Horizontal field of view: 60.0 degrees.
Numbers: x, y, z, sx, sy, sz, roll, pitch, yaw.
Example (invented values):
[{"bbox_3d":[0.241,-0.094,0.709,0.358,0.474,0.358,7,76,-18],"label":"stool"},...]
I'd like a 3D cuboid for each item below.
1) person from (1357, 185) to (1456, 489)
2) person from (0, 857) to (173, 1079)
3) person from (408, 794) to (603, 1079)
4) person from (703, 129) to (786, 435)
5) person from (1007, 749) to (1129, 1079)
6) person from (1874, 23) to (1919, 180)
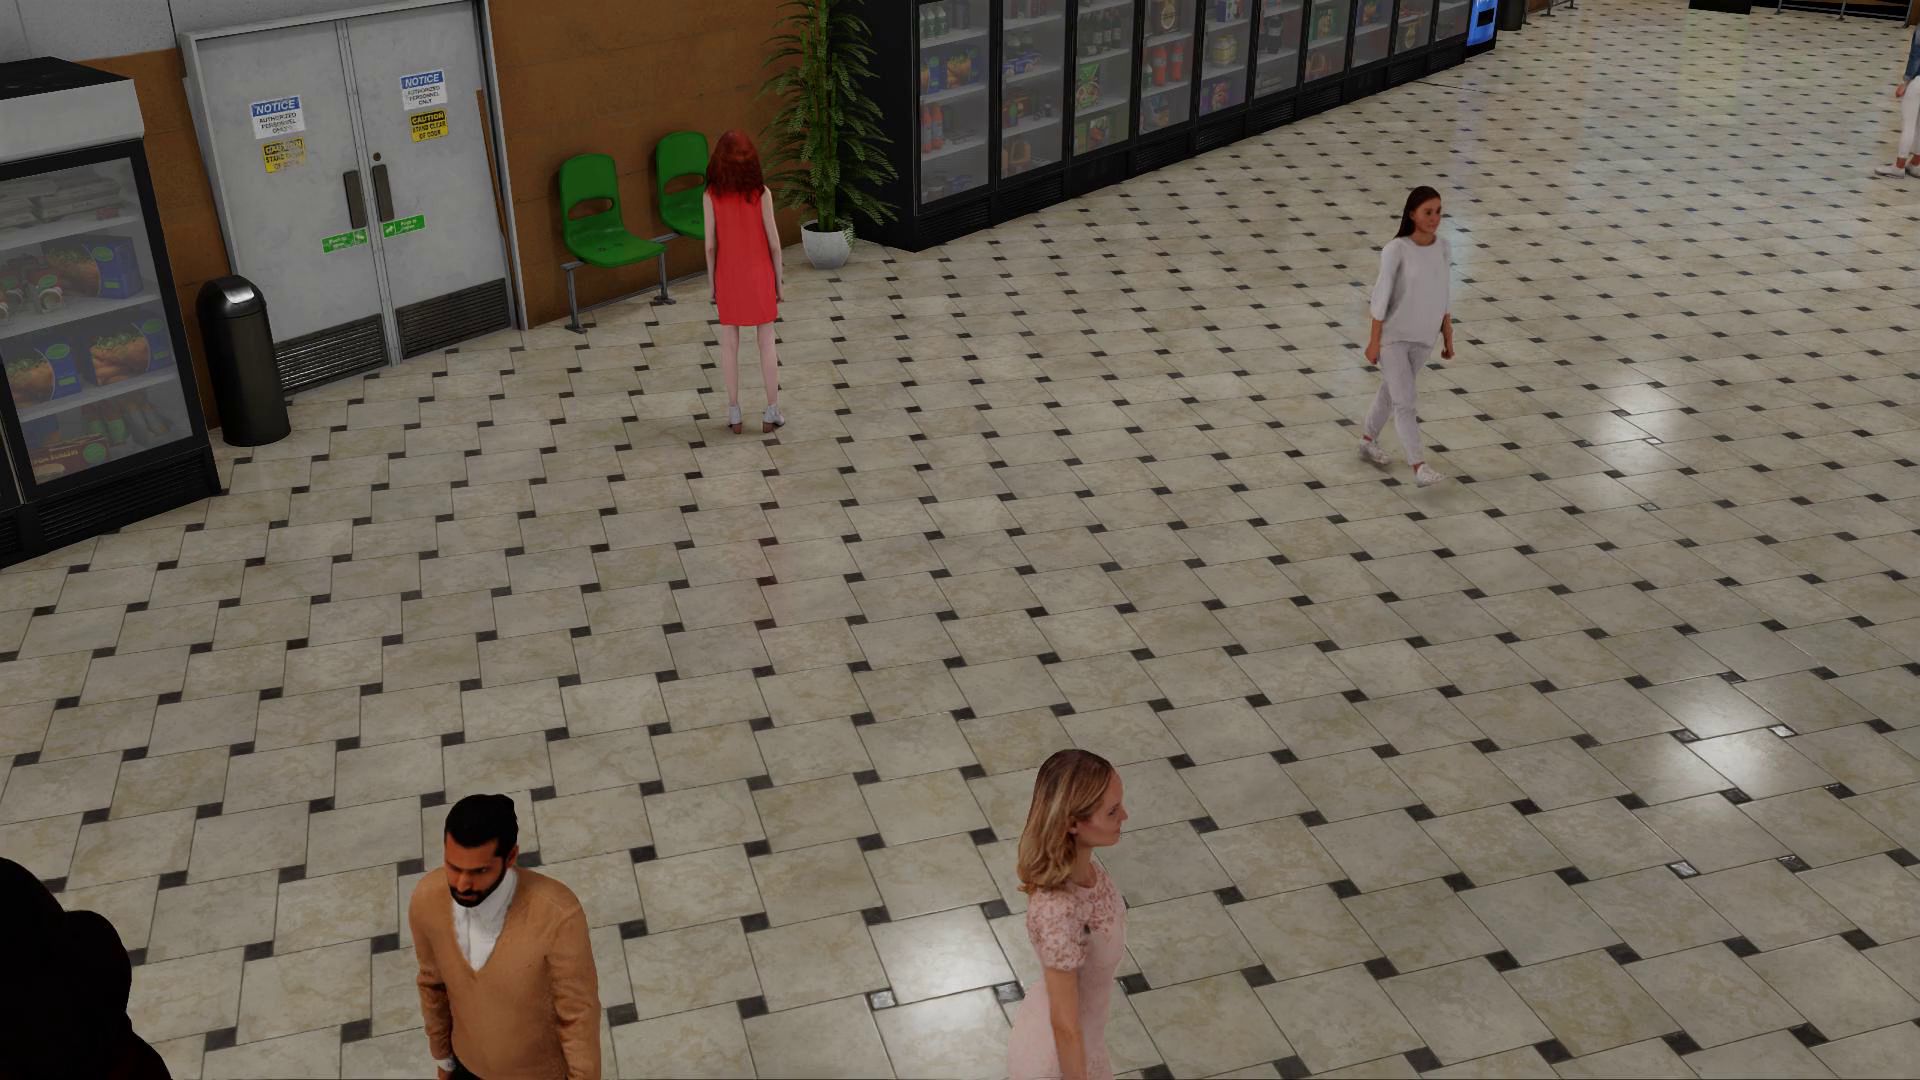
[{"bbox_3d":[2.446,-1.154,9.311,0.882,1.653,1.113,-13,30,-24],"label":"person"},{"bbox_3d":[-2.031,1.487,4.034,1.158,1.716,0.913,8,28,16],"label":"person"},{"bbox_3d":[-1.081,1.333,4.320,0.758,1.731,0.854,11,29,20],"label":"person"},{"bbox_3d":[-1.270,-1.504,9.808,0.637,1.828,0.718,0,27,1],"label":"person"},{"bbox_3d":[0.154,1.319,4.265,1.138,1.806,0.917,5,27,10],"label":"person"},{"bbox_3d":[8.818,-4.176,15.218,0.686,1.701,0.678,-11,29,-20],"label":"person"}]
